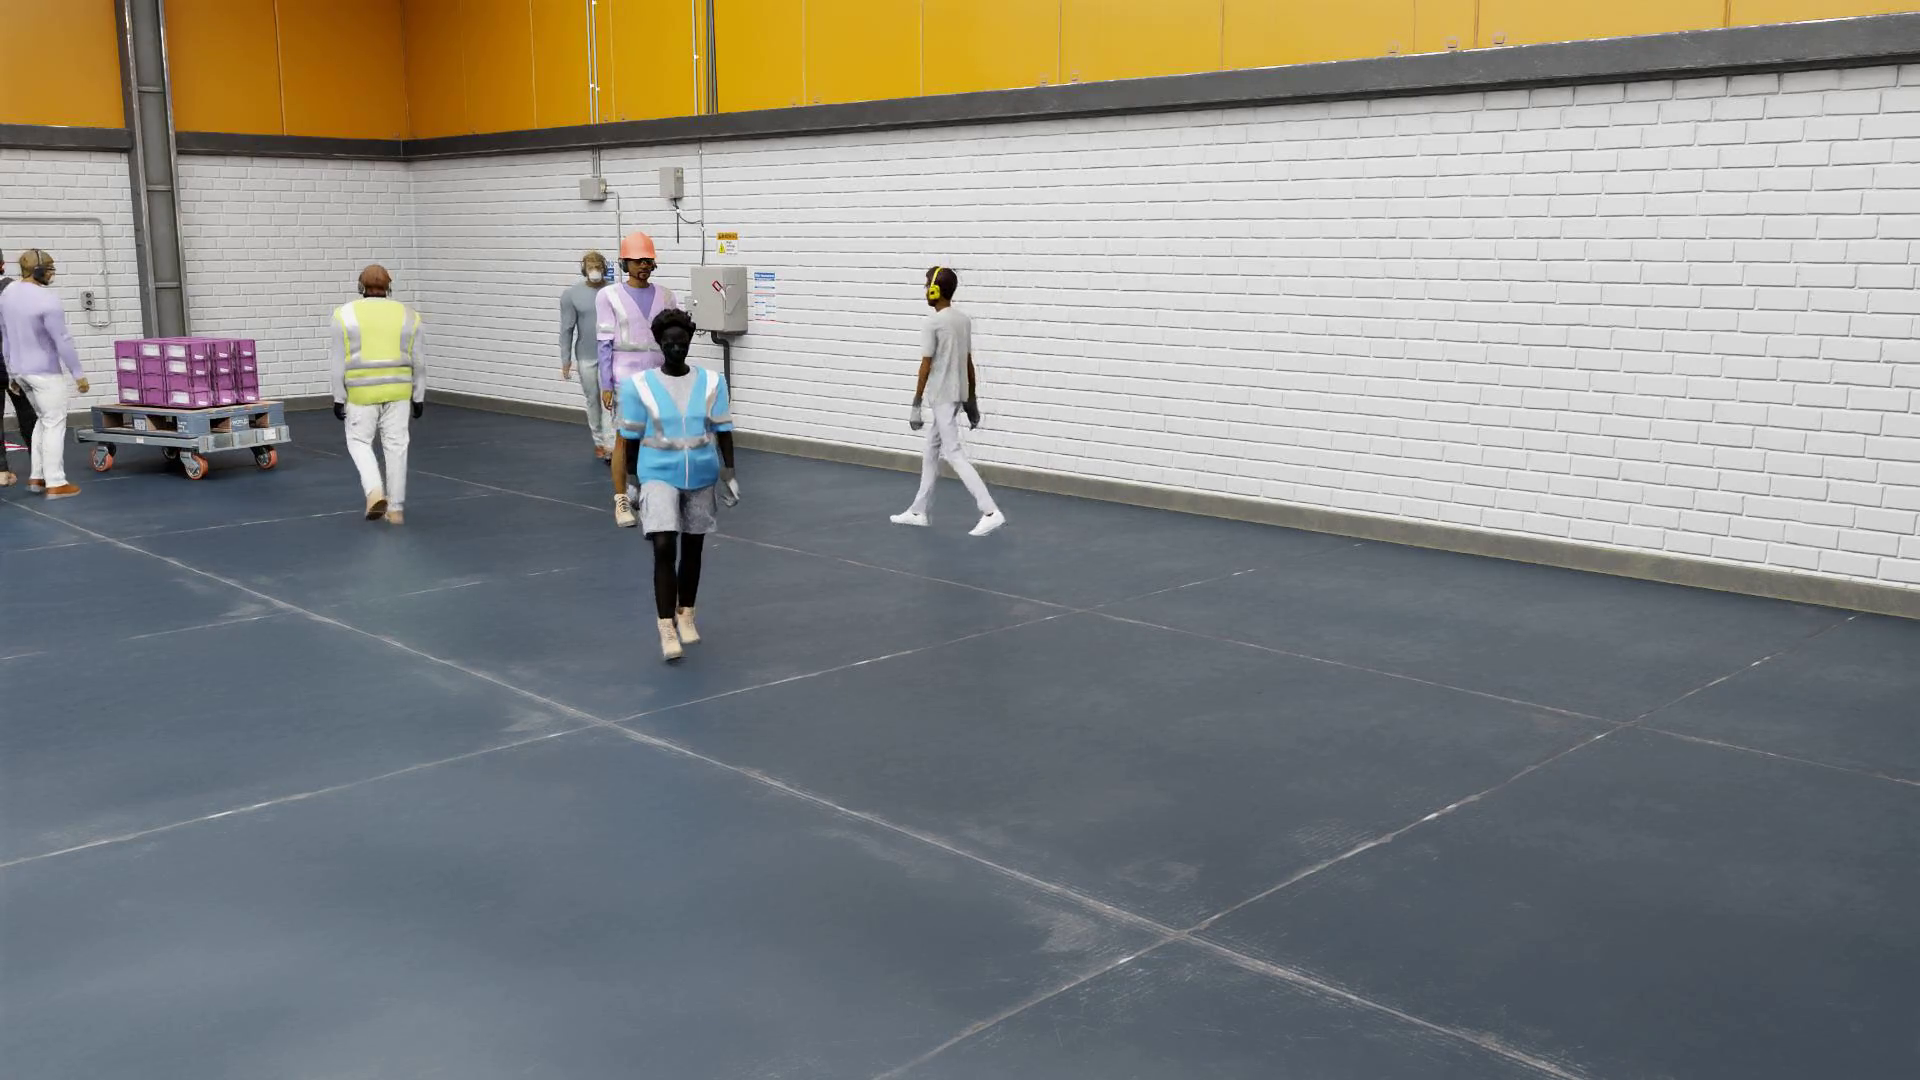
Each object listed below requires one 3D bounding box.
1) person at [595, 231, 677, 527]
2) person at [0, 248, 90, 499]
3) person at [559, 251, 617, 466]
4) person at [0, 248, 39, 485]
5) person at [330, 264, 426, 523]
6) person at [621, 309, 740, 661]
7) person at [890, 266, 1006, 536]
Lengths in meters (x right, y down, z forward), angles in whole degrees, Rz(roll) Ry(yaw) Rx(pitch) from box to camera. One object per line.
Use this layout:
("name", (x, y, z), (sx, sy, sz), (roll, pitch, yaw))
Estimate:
("person", (-2.225, -1.117, 11.625), (0.605, 2.045, 0.378), (-7, 13, -35))
("person", (-7.024, -1.274, 12.807), (0.655, 1.921, 0.515), (6, 12, 28))
("person", (-3.225, -1.615, 14.788), (0.648, 1.883, 1.041), (-2, 11, -13))
("person", (-7.902, -1.497, 13.704), (0.696, 2.000, 1.038), (-4, 11, -19))
("person", (-4.056, -1.008, 11.627), (0.647, 1.824, 0.443), (-6, 12, -29))
("person", (-1.317, -0.261, 7.987), (0.538, 1.670, 0.739), (-5, 11, -24))
("person", (-0.067, -0.950, 11.338), (0.991, 1.827, 0.533), (7, 12, 32))
